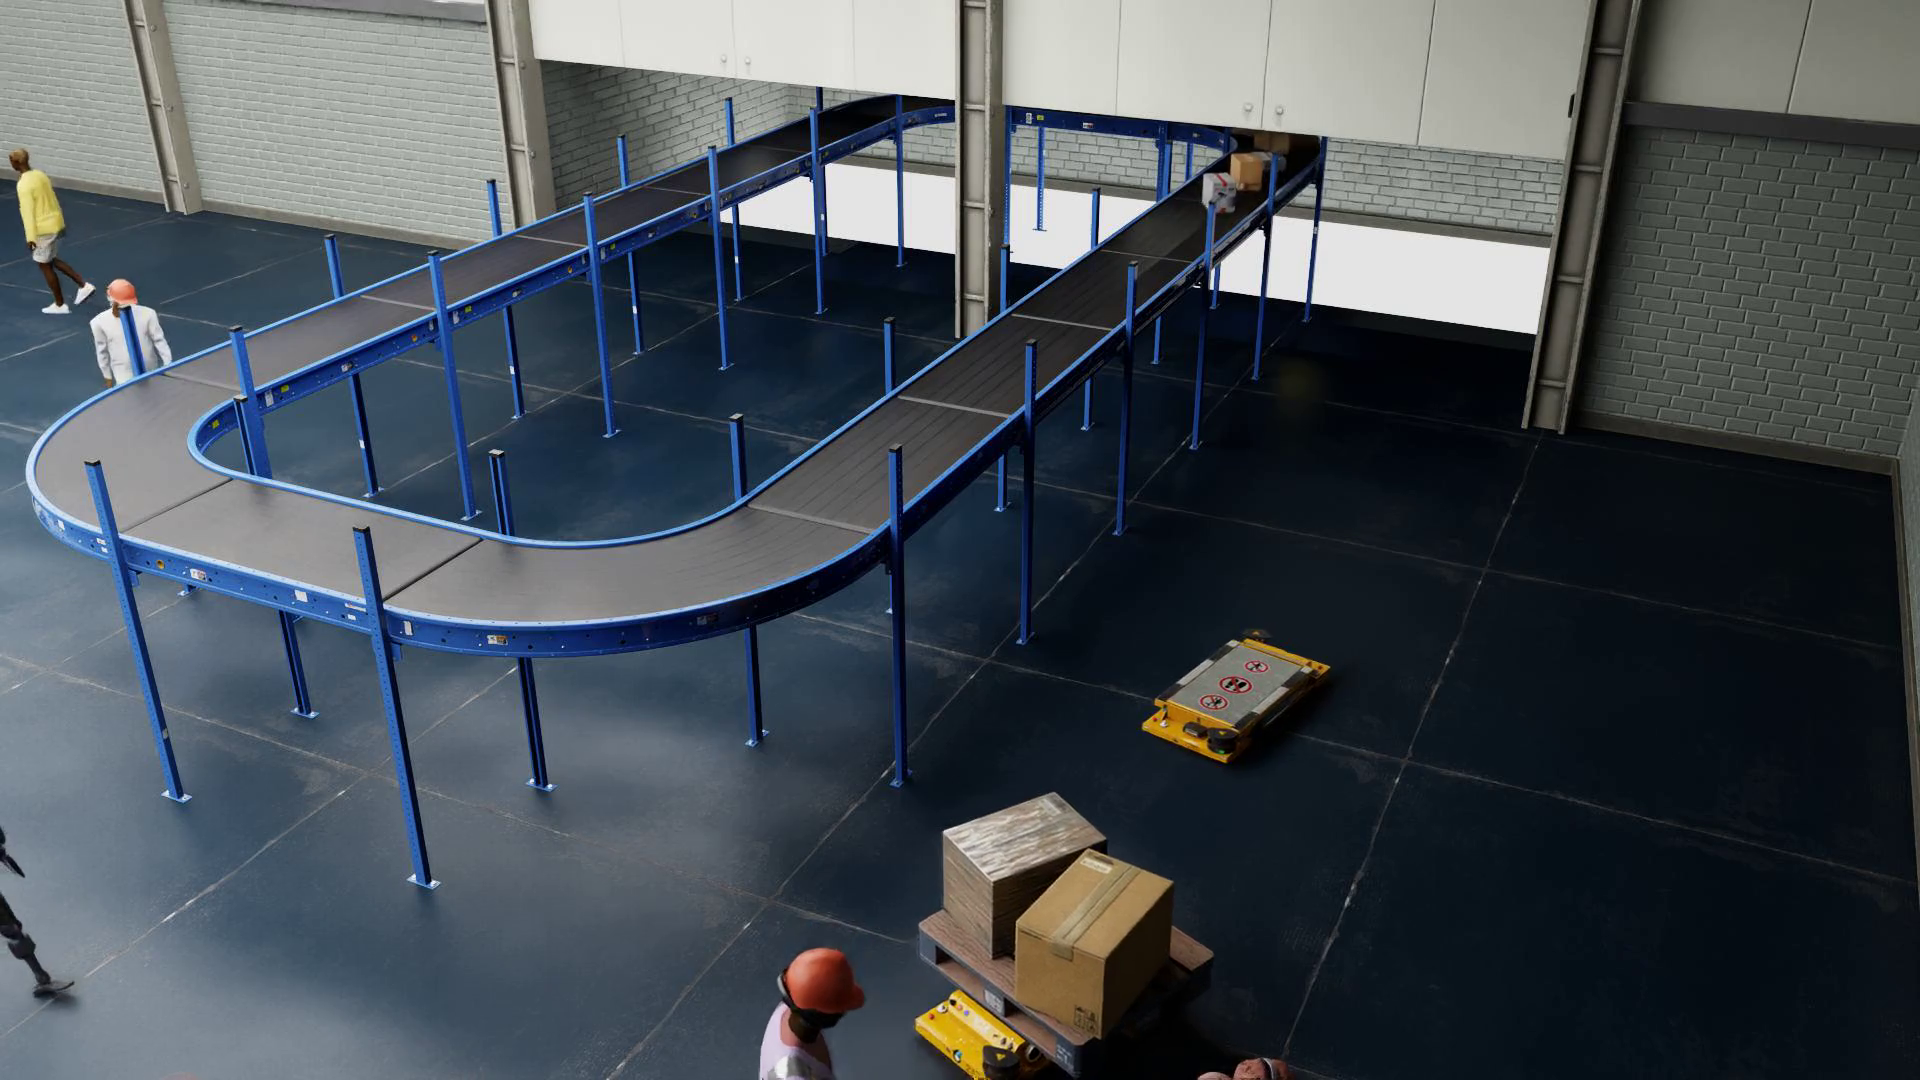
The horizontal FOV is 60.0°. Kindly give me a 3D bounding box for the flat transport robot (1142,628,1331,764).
[{"bbox_3d":[1.909,1.047,11.366,0.659,0.231,1.431,19,32,34],"label":"flat transport robot"}]

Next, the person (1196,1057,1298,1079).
[{"bbox_3d":[1.047,2.678,6.290,0.854,1.856,0.663,3,27,5],"label":"person"}]

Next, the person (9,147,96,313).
[{"bbox_3d":[-10.217,-3.467,18.651,0.491,1.878,0.595,0,26,0],"label":"person"}]

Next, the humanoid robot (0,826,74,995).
[{"bbox_3d":[-5.108,1.707,8.496,0.788,1.621,0.589,8,27,15],"label":"humanoid robot"}]

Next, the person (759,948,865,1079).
[{"bbox_3d":[-0.639,2.469,6.581,0.577,1.991,0.813,-1,26,-2],"label":"person"}]

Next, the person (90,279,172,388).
[{"bbox_3d":[-7.334,-1.496,14.874,0.557,1.703,0.813,-20,33,-35],"label":"person"}]

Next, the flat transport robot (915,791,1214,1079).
[{"bbox_3d":[0.527,2.358,8.724,1.431,0.231,0.659,-21,34,-36],"label":"flat transport robot"}]
